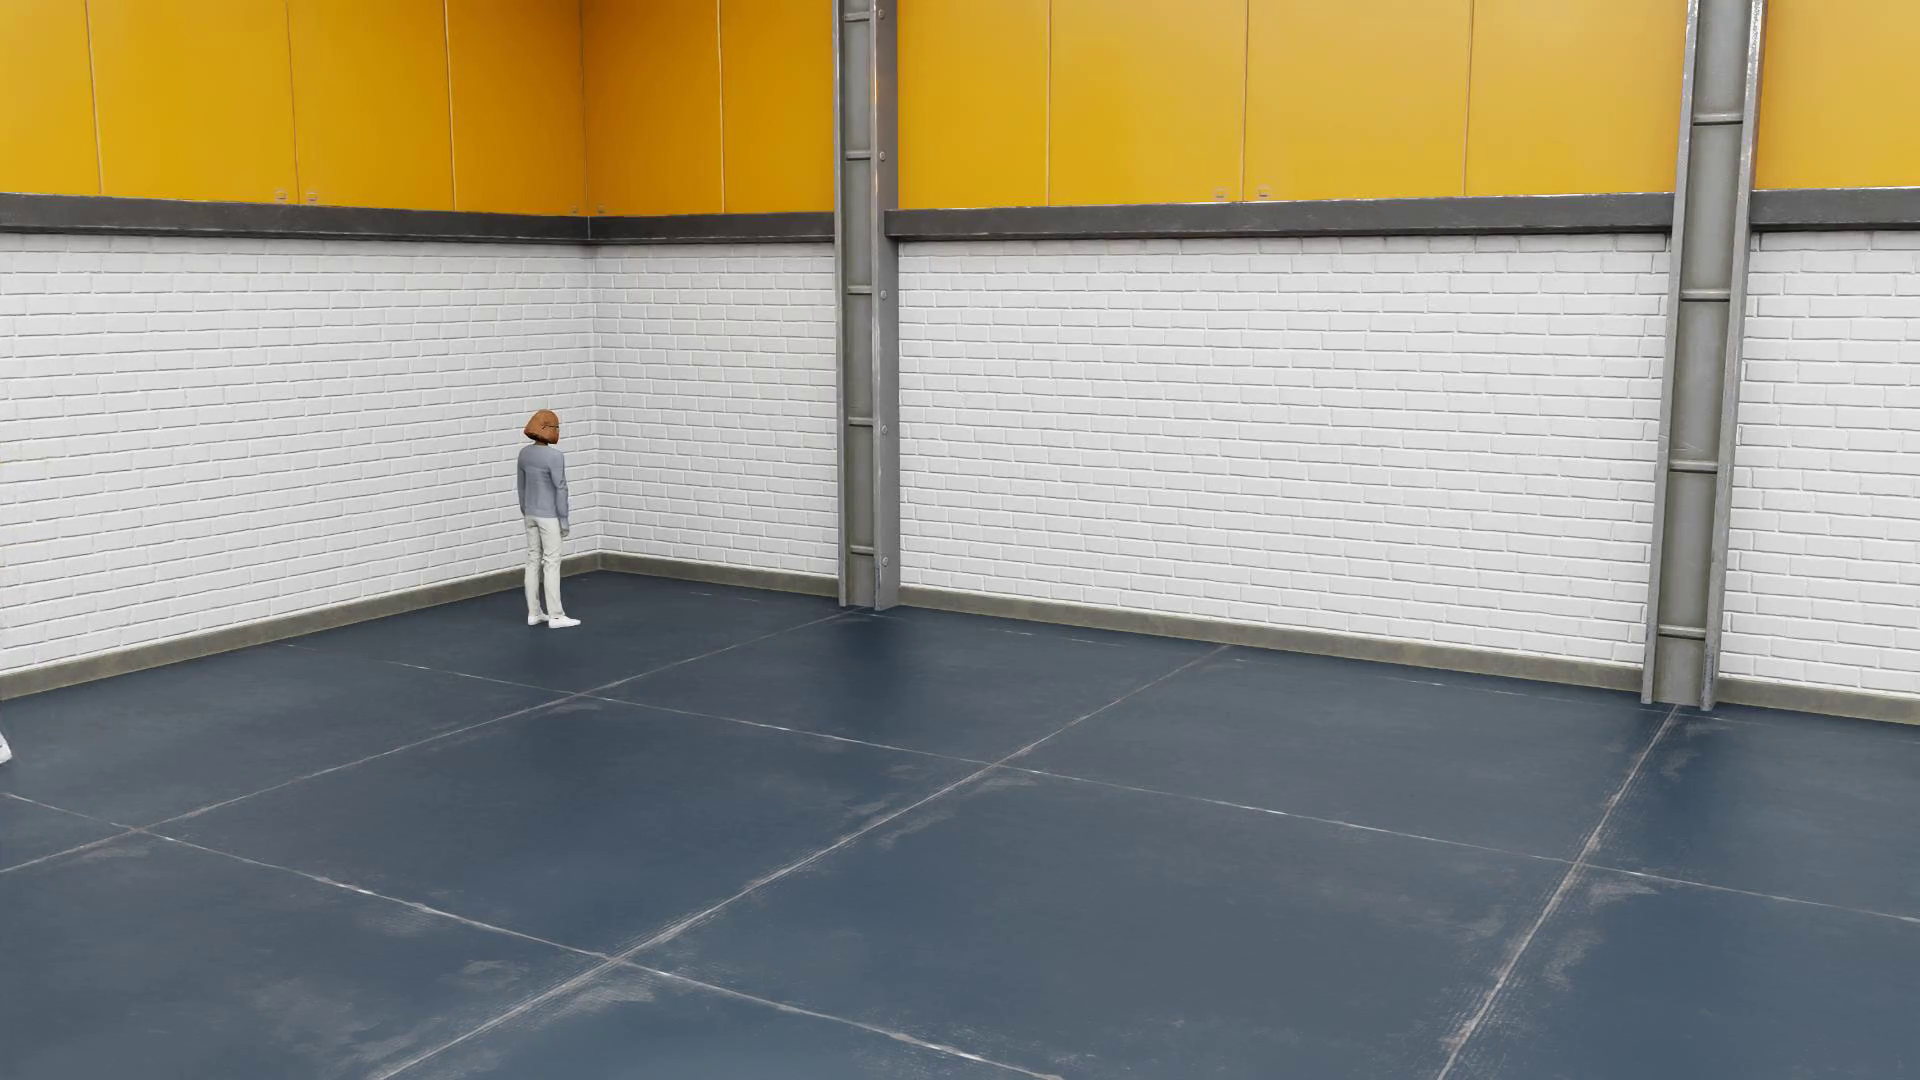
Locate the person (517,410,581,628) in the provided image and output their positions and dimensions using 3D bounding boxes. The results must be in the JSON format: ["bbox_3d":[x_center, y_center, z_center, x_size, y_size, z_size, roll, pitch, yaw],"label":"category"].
[{"bbox_3d":[-3.109,-0.159,12.478,0.501,1.633,0.289,7,11,37],"label":"person"}]

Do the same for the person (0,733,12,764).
[{"bbox_3d":[-5.299,0.394,8.468,0.512,1.819,0.982,4,10,25],"label":"person"}]
